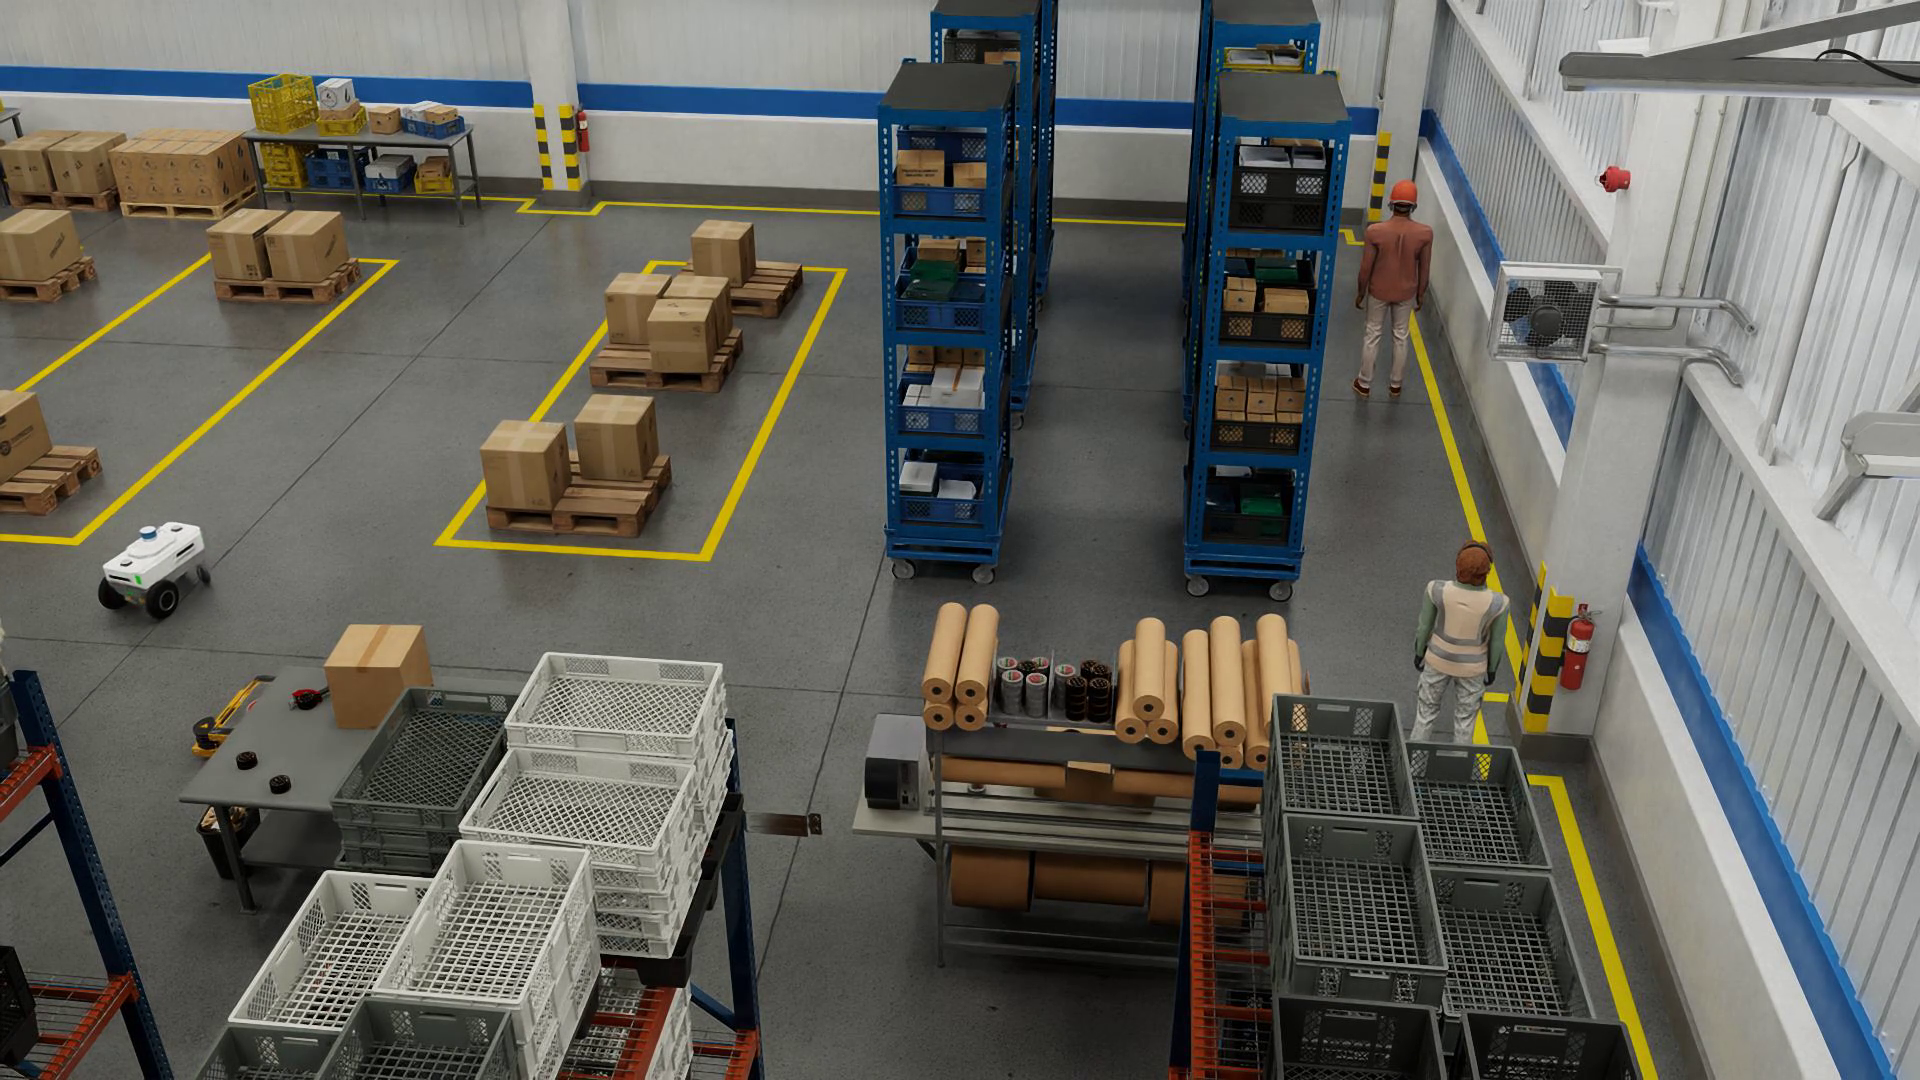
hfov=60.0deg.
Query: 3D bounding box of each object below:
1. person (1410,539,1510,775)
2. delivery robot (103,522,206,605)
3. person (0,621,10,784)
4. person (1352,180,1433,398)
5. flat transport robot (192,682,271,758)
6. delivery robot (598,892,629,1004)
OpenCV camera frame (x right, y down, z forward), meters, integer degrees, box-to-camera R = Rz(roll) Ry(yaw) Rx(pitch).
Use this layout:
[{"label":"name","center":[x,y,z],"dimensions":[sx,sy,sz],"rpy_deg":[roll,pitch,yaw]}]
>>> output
[{"label":"person","center":[2.984,0.749,10.021],"dimensions":[0.514,1.631,0.319],"rpy_deg":[12,32,19]},{"label":"delivery robot","center":[-5.832,0.130,12.053],"dimensions":[0.477,0.478,0.707],"rpy_deg":[9,32,15]},{"label":"person","center":[-5.913,0.672,9.978],"dimensions":[0.620,1.811,0.440],"rpy_deg":[21,36,32]},{"label":"person","center":[3.823,-2.211,14.742],"dimensions":[0.622,1.994,0.381],"rpy_deg":[1,30,2]},{"label":"flat transport robot","center":[-4.089,1.163,10.648],"dimensions":[1.431,0.197,0.652],"rpy_deg":[3,30,6]},{"label":"delivery robot","center":[-1.952,2.104,8.662],"dimensions":[0.477,0.478,0.707],"rpy_deg":[0,30,1]}]
